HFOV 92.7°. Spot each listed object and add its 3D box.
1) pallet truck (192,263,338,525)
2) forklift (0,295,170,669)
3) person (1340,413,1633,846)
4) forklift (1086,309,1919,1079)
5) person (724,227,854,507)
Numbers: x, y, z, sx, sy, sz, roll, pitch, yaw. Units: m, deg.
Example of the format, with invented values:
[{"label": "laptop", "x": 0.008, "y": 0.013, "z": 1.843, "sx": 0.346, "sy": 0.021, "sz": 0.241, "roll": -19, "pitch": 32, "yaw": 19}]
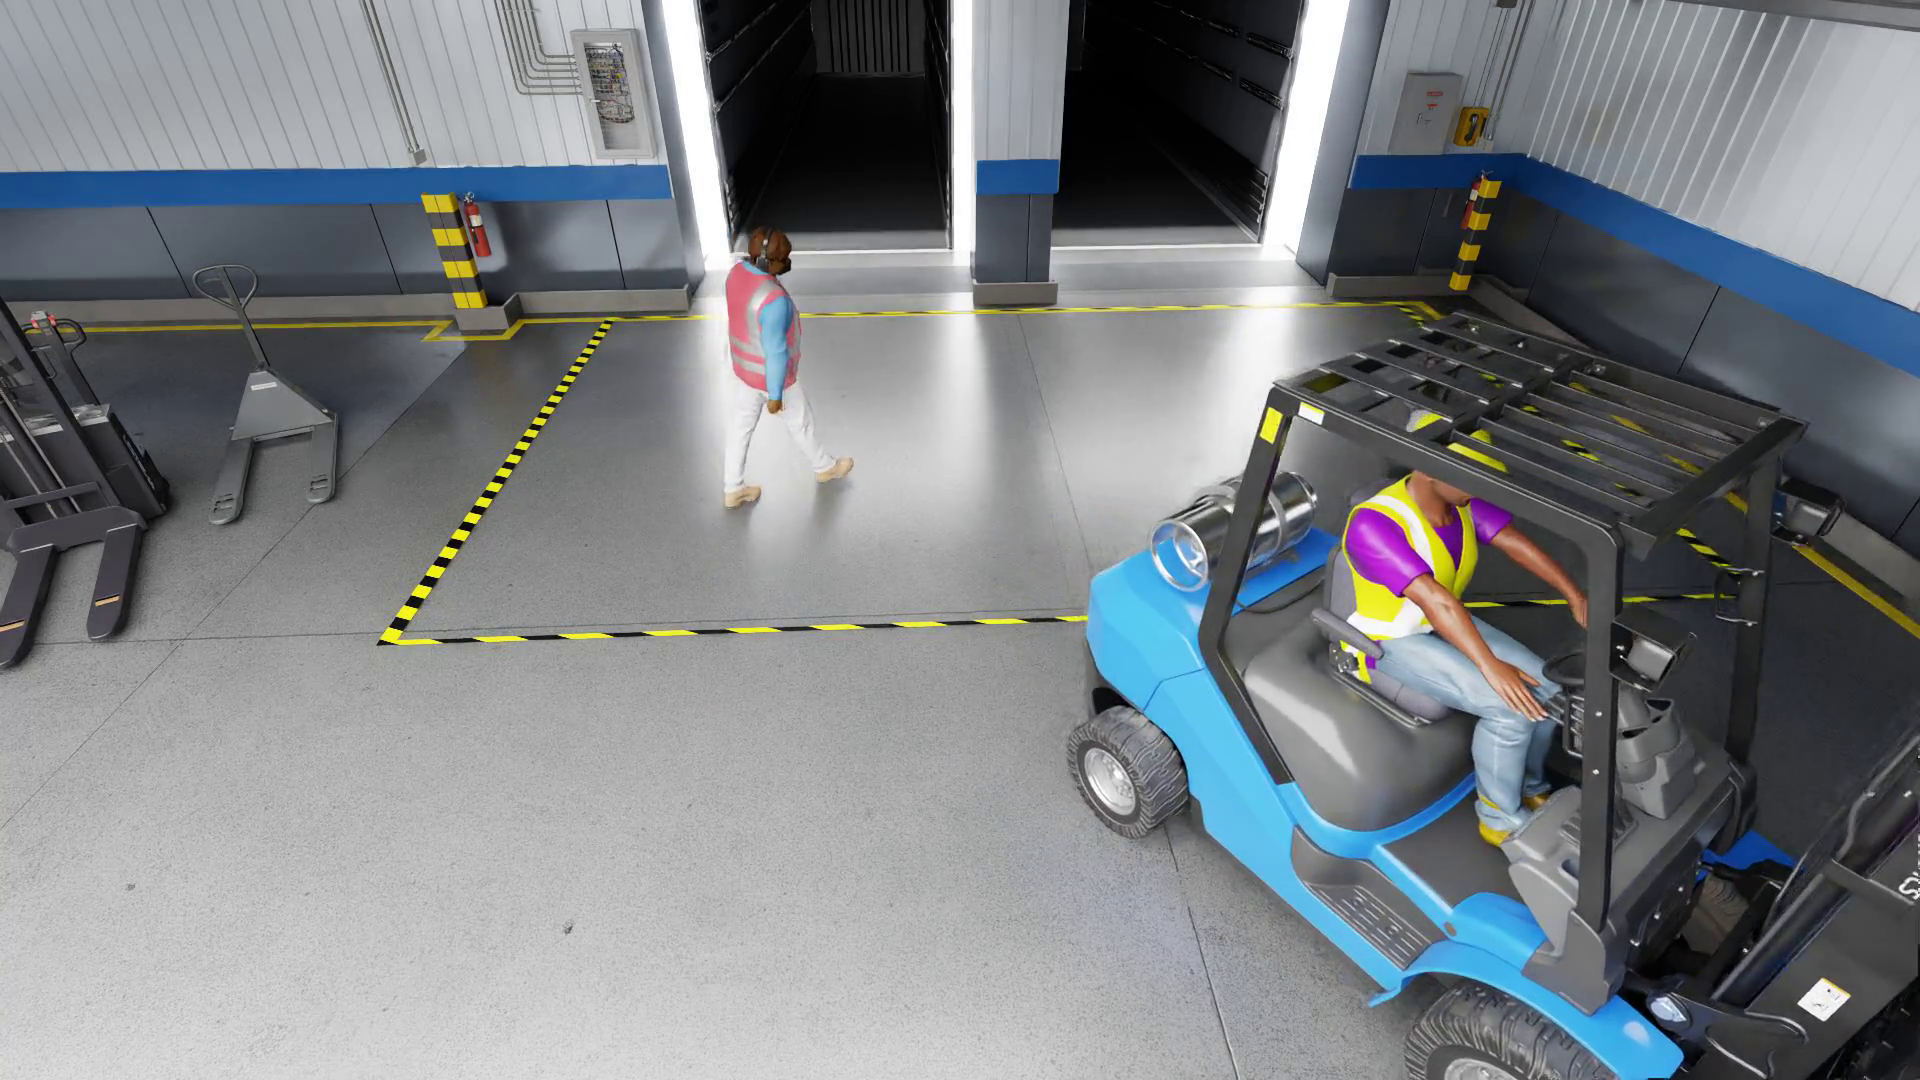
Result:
[{"label": "pallet truck", "x": -4.778, "y": -1.027, "z": 6.128, "sx": 0.680, "sy": 1.201, "sz": 1.601, "roll": -17, "pitch": 38, "yaw": -23}, {"label": "forklift", "x": -5.212, "y": -0.618, "z": 4.878, "sx": 0.823, "sy": 1.965, "sz": 1.885, "roll": -20, "pitch": 39, "yaw": -26}, {"label": "person", "x": 1.688, "y": 0.317, "z": 2.895, "sx": 0.635, "sy": 1.293, "sz": 1.004, "roll": -22, "pitch": 41, "yaw": -29}, {"label": "forklift", "x": 1.659, "y": 0.441, "z": 3.046, "sx": 1.157, "sy": 2.036, "sz": 2.680, "roll": -22, "pitch": 41, "yaw": -29}, {"label": "person", "x": -1.146, "y": -1.066, "z": 5.706, "sx": 0.931, "sy": 1.779, "sz": 0.638, "roll": -28, "pitch": 43, "yaw": -34}]
